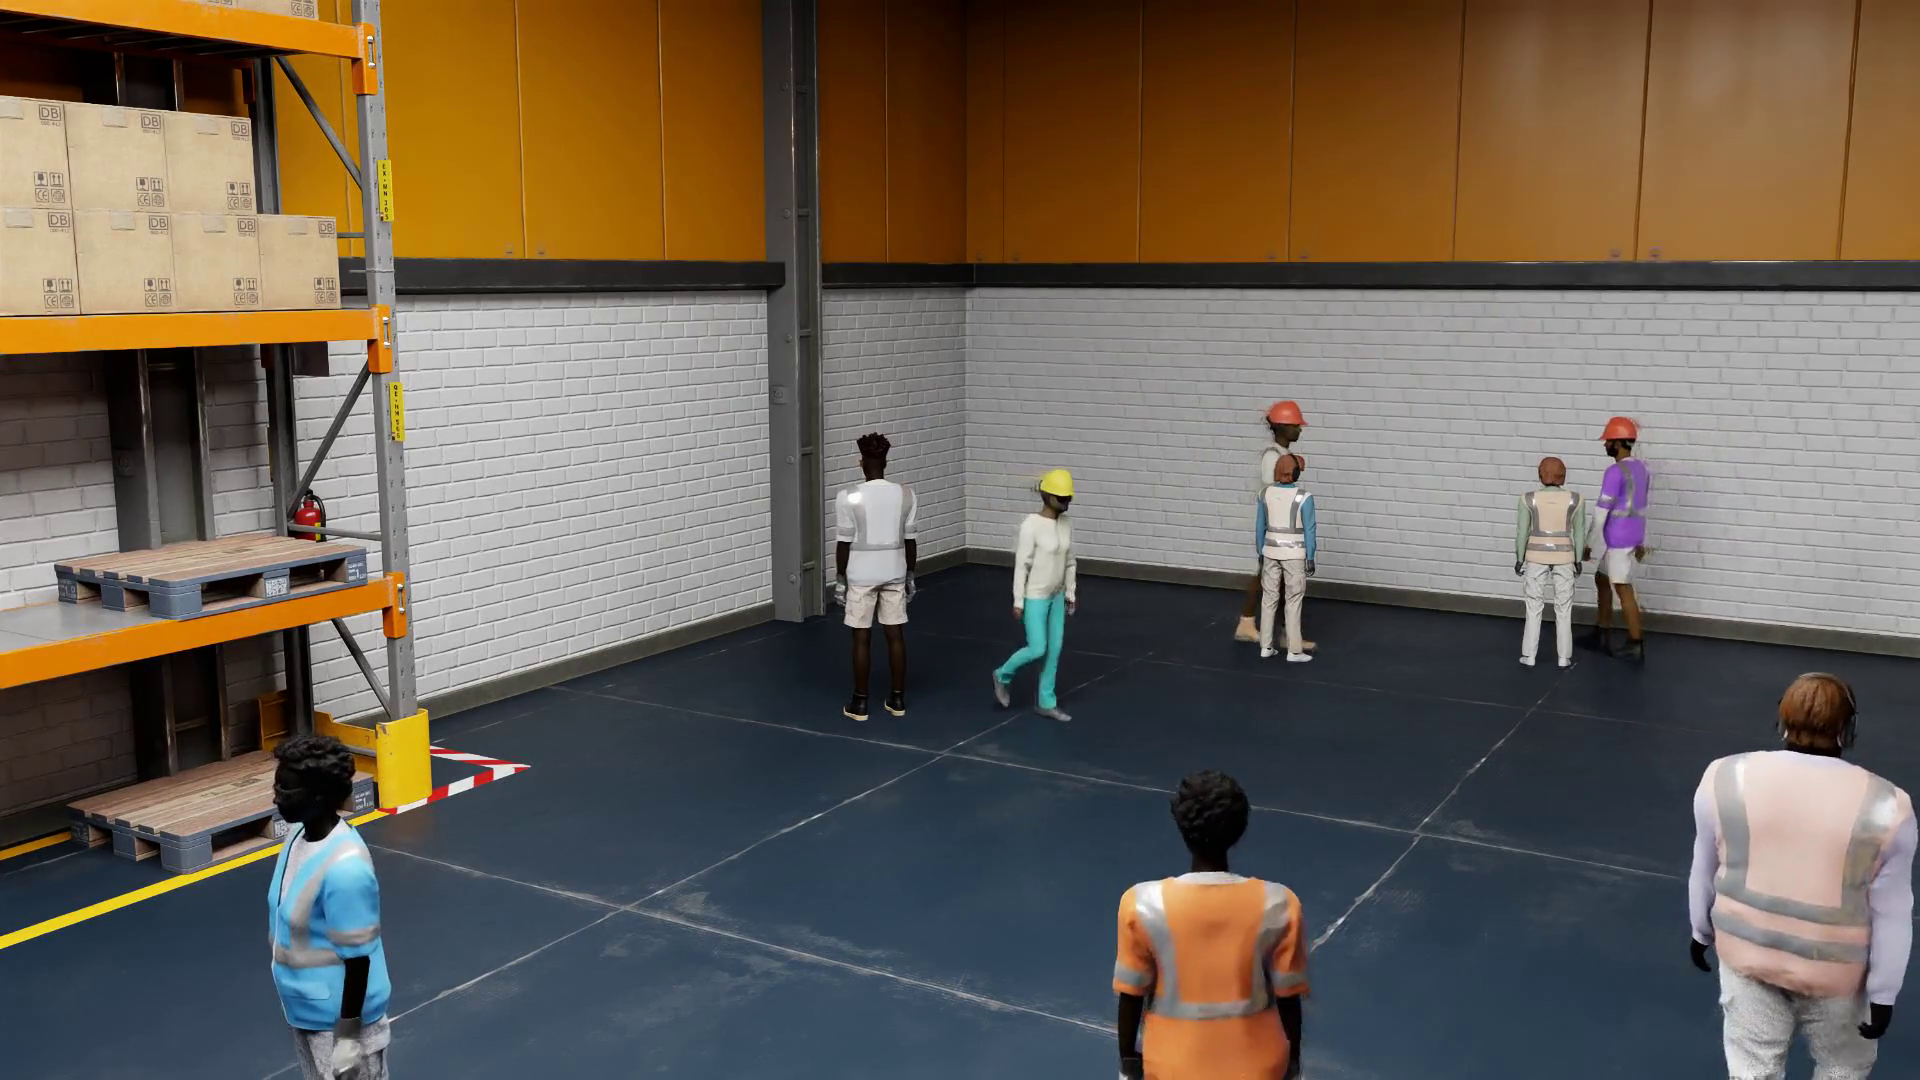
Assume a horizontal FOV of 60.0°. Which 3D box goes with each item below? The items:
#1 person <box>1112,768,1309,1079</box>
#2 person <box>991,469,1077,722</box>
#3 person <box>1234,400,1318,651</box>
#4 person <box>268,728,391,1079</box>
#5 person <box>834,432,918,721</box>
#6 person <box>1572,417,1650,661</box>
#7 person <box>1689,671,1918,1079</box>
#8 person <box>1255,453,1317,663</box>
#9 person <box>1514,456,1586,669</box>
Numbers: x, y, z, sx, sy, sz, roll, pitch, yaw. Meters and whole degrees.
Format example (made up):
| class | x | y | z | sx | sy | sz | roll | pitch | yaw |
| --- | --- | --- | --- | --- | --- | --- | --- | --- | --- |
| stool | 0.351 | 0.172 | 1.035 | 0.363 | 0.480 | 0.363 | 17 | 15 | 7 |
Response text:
| class | x | y | z | sx | sy | sz | roll | pitch | yaw |
| --- | --- | --- | --- | --- | --- | --- | --- | --- | --- |
| person | 0.698 | 1.483 | 4.537 | 0.545 | 1.673 | 0.681 | 0 | 9 | -3 |
| person | 0.534 | 0.372 | 11.238 | 0.578 | 1.744 | 0.529 | 8 | 12 | 41 |
| person | 2.578 | -0.123 | 13.481 | 0.585 | 2.047 | 0.617 | 3 | 9 | 16 |
| person | -1.889 | 1.395 | 4.988 | 0.317 | 1.696 | 0.537 | -7 | 12 | -37 |
| person | -0.575 | 0.247 | 11.343 | 0.601 | 1.958 | 0.373 | -5 | 10 | -27 |
| person | 5.118 | -0.014 | 13.136 | 0.781 | 1.907 | 0.556 | 8 | 12 | 42 |
| person | 2.584 | 1.301 | 5.167 | 0.636 | 1.827 | 0.455 | 6 | 11 | 33 |
| person | 2.541 | 0.142 | 12.984 | 0.524 | 1.639 | 0.306 | 9 | 12 | 43 |
| person | 4.522 | 0.178 | 12.768 | 0.514 | 1.637 | 0.310 | 2 | 9 | 13 |
